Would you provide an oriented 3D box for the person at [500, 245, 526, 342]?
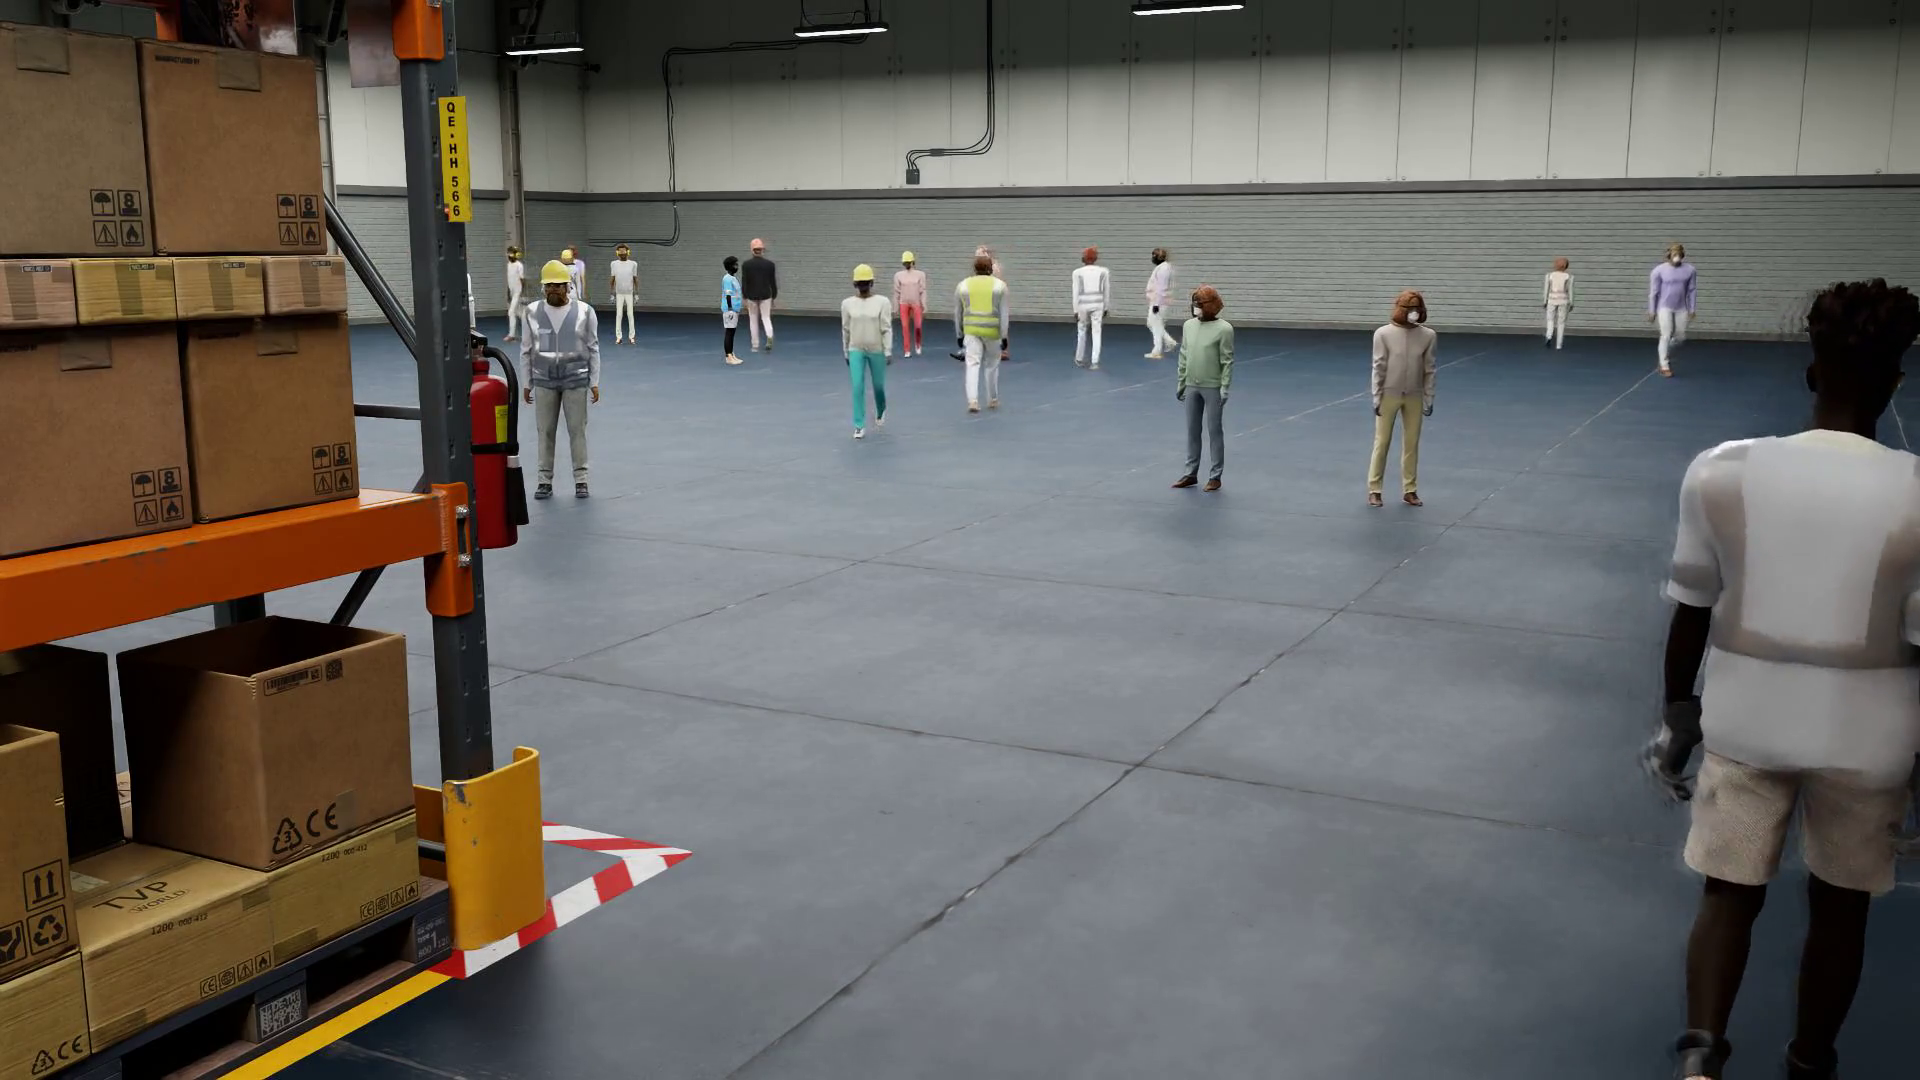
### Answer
[{"bbox_3d":[-8.404,-4.703,31.761,0.806,1.837,0.551,-8,13,-37],"label":"person"}]

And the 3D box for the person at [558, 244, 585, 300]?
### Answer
[{"bbox_3d":[-7.882,-5.067,33.726,0.584,1.834,0.502,2,11,10],"label":"person"}]

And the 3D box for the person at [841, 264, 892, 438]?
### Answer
[{"bbox_3d":[-0.932,-1.925,16.868,0.525,1.749,0.698,1,10,3],"label":"person"}]

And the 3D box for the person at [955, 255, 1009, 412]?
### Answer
[{"bbox_3d":[0.257,-2.388,19.237,0.639,1.800,0.981,2,11,10],"label":"person"}]

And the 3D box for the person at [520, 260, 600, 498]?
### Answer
[{"bbox_3d":[-3.076,-1.229,12.810,0.596,1.831,0.403,-1,10,-7],"label":"person"}]

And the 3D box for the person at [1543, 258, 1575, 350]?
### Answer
[{"bbox_3d":[10.611,-4.179,29.460,0.535,1.624,0.370,6,12,31],"label":"person"}]

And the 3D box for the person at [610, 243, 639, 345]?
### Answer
[{"bbox_3d":[-6.231,-4.561,30.881,0.532,1.871,0.321,-2,11,-10],"label":"person"}]

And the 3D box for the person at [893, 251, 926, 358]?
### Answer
[{"bbox_3d":[-0.838,-3.908,27.604,0.554,1.753,0.350,1,10,3],"label":"person"}]

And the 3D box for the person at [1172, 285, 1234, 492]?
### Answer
[{"bbox_3d":[1.936,-1.204,13.220,0.499,1.633,0.278,10,14,43],"label":"person"}]

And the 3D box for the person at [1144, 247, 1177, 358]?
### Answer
[{"bbox_3d":[3.291,-3.902,27.405,0.475,1.828,0.630,1,10,4],"label":"person"}]

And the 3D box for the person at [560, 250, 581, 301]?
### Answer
[{"bbox_3d":[-7.408,-4.610,31.489,0.488,1.746,0.287,-1,10,-5],"label":"person"}]

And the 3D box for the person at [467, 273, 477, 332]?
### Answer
[{"bbox_3d":[-6.168,-2.683,20.450,0.545,1.940,0.352,5,11,25],"label":"person"}]

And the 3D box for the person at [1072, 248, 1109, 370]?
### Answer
[{"bbox_3d":[1.982,-3.522,25.343,0.582,1.831,0.999,-1,10,-3],"label":"person"}]

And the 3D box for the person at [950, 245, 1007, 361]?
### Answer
[{"bbox_3d":[0.350,-3.787,26.698,0.984,1.850,0.671,-6,12,-31],"label":"person"}]

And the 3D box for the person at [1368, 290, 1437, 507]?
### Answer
[{"bbox_3d":[3.305,-1.050,12.422,0.498,1.627,0.305,-1,10,-6],"label":"person"}]

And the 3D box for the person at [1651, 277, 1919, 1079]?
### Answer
[{"bbox_3d":[1.780,0.420,3.529,0.620,1.939,0.785,8,13,36],"label":"person"}]

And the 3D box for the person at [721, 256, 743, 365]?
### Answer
[{"bbox_3d":[-3.578,-3.597,26.091,0.318,1.699,0.535,0,10,1],"label":"person"}]

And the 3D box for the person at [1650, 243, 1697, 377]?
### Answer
[{"bbox_3d":[10.226,-3.315,23.944,0.643,1.918,0.595,0,10,1],"label":"person"}]

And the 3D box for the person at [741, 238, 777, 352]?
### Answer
[{"bbox_3d":[-3.462,-4.214,28.720,0.619,1.976,0.662,-4,11,-19],"label":"person"}]
